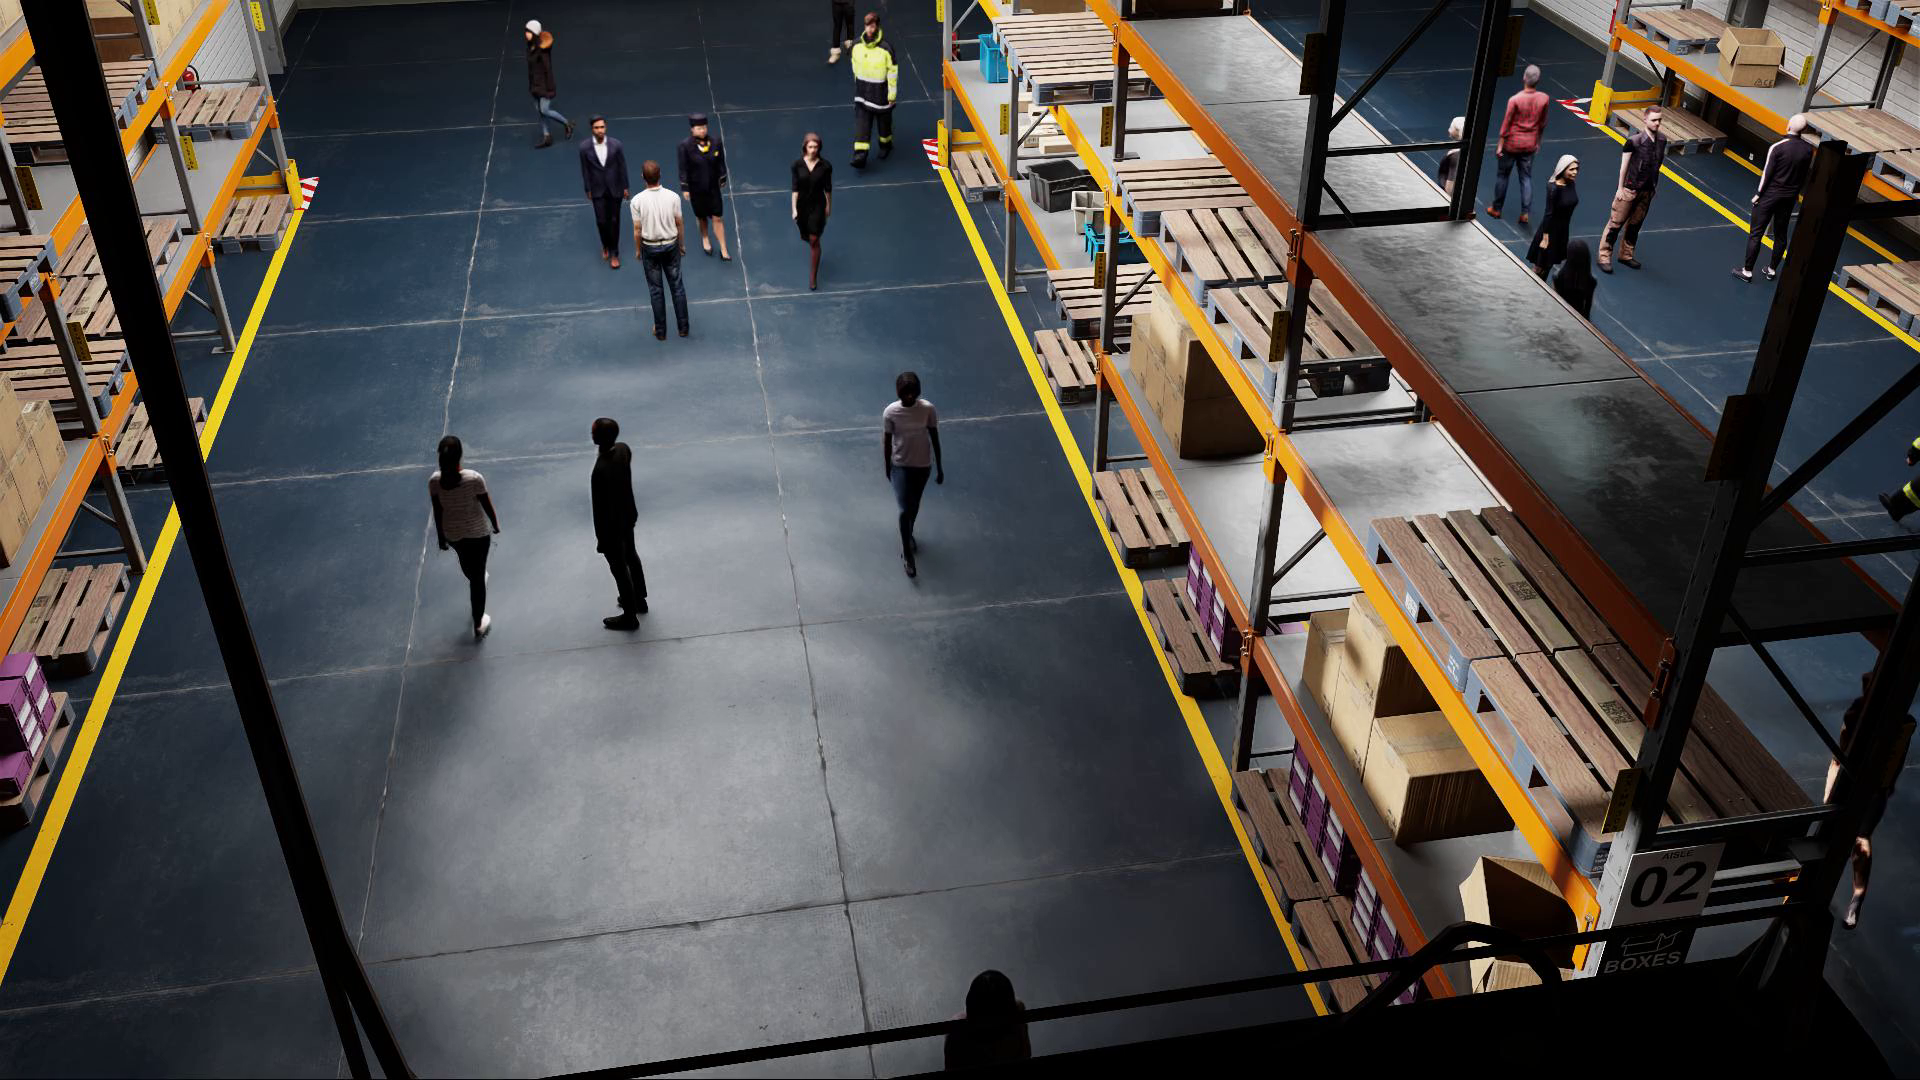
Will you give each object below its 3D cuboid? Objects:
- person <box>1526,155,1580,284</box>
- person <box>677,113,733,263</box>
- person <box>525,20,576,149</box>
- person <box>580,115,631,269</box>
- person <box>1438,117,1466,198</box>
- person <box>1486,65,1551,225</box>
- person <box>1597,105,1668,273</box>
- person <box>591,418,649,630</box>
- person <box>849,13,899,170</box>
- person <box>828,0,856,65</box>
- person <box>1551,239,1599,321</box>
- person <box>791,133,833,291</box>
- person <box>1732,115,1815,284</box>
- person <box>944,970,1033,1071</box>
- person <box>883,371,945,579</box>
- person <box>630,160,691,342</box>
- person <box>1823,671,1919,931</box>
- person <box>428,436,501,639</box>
[{"bbox_3d":[6.118,-3.133,17.151,0.699,1.746,0.722,-25,41,-33],"label":"person"},{"bbox_3d":[-2.854,-3.934,18.448,0.809,1.645,0.991,-11,35,-17],"label":"person"},{"bbox_3d":[-5.309,-5.863,21.372,0.886,1.620,0.866,-25,41,-32],"label":"person"},{"bbox_3d":[-3.883,-3.863,18.275,0.668,1.718,0.691,-8,35,-12],"label":"person"},{"bbox_3d":[5.251,-3.644,17.847,0.704,1.827,0.595,9,35,13],"label":"person"},{"bbox_3d":[6.491,-4.563,19.211,0.729,1.847,0.862,-3,34,-4],"label":"person"},{"bbox_3d":[7.367,-3.853,18.147,0.714,1.842,0.636,-11,35,-16],"label":"person"},{"bbox_3d":[-2.596,-0.138,12.596,0.790,1.800,0.642,7,34,11],"label":"person"},{"bbox_3d":[-1.025,-5.640,20.772,1.147,1.913,1.385,10,35,14],"label":"person"},{"bbox_3d":[-1.735,-7.761,24.193,0.759,1.657,0.858,3,34,5],"label":"person"},{"bbox_3d":[5.568,-1.868,15.317,0.945,1.670,1.156,11,35,16],"label":"person"},{"bbox_3d":[-1.598,-3.575,17.881,0.720,1.675,1.050,1,34,1],"label":"person"},{"bbox_3d":[8.786,-3.664,17.869,0.674,1.837,0.572,-4,34,-6],"label":"person"},{"bbox_3d":[0.140,2.730,8.458,0.721,1.605,0.760,-17,37,-24],"label":"person"},{"bbox_3d":[-0.416,-0.634,13.435,0.657,1.697,0.935,-10,35,-15],"label":"person"},{"bbox_3d":[-3.013,-2.912,16.722,0.700,1.853,0.611,-11,35,-16],"label":"person"},{"bbox_3d":[5.438,1.592,10.030,0.837,1.761,1.071,6,34,10],"label":"person"},{"bbox_3d":[-3.739,0.006,12.550,0.699,1.612,1.033,1,34,1],"label":"person"}]
